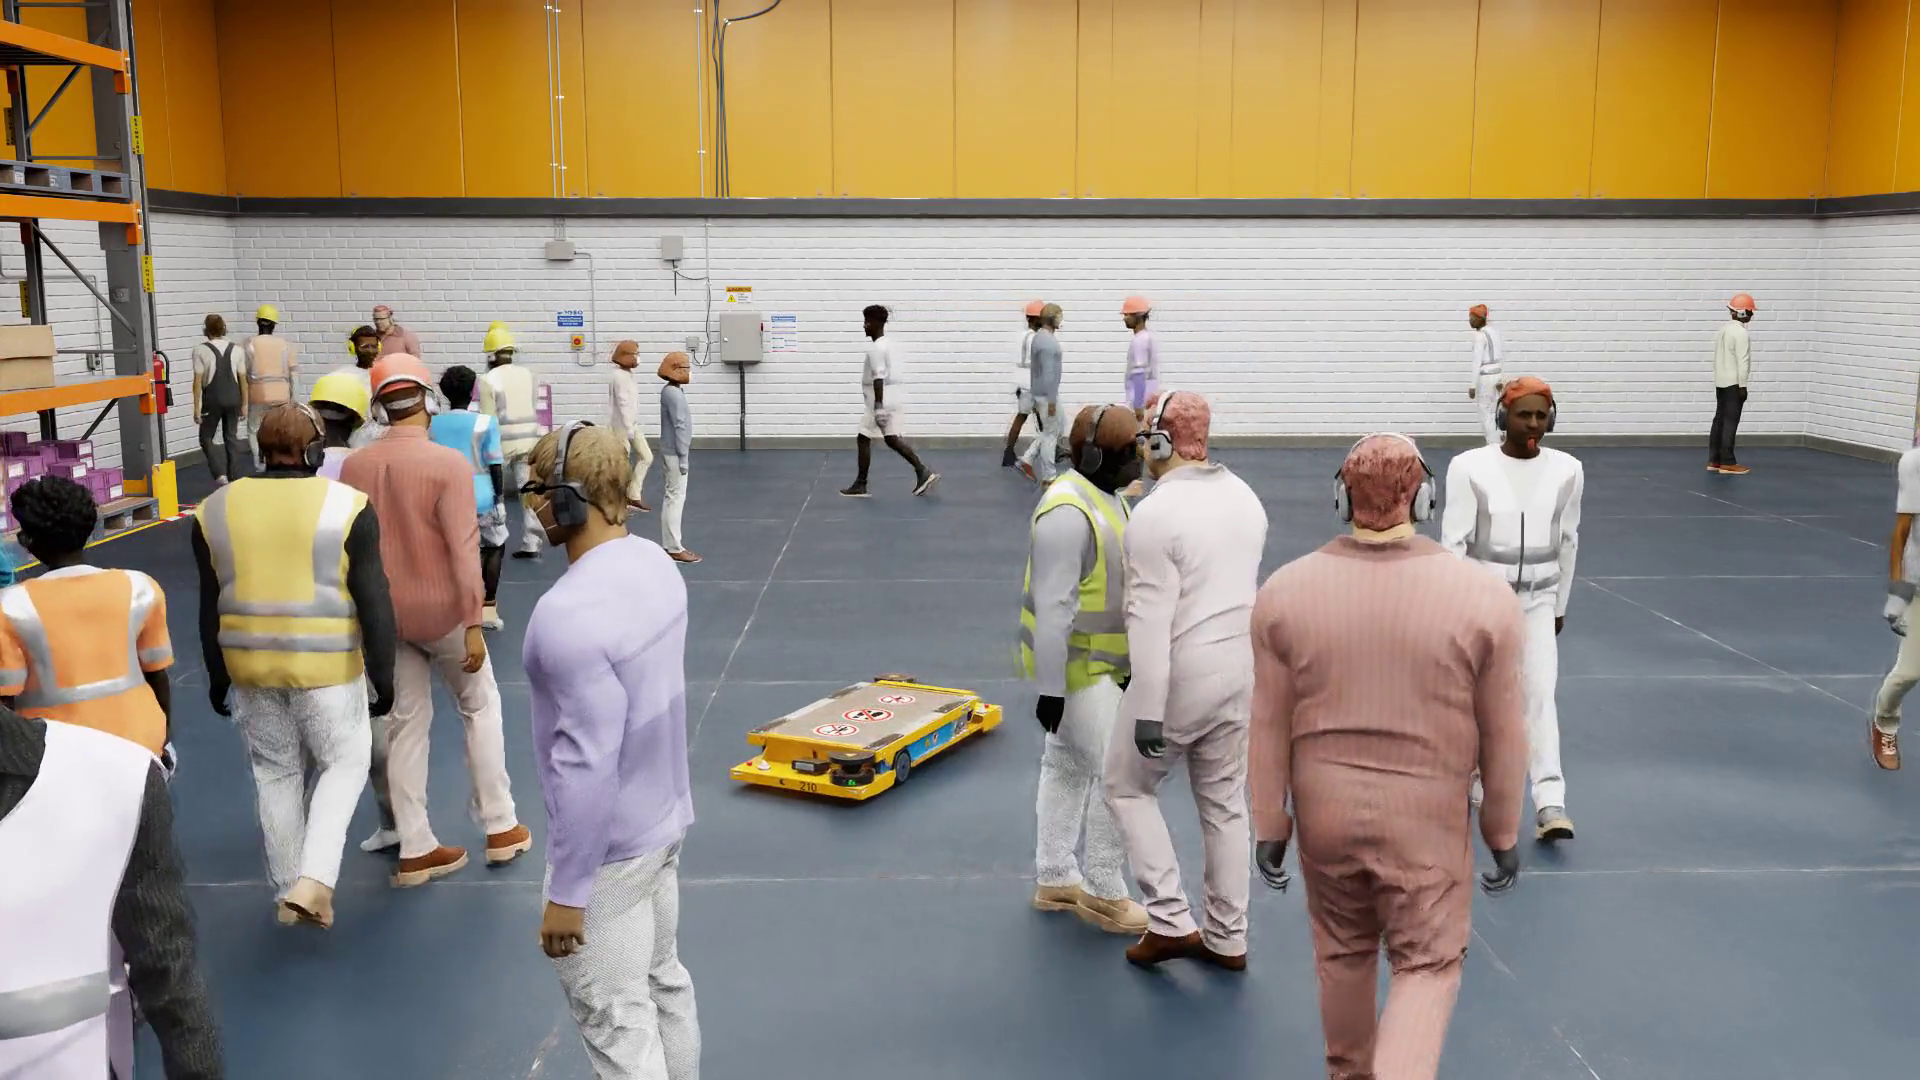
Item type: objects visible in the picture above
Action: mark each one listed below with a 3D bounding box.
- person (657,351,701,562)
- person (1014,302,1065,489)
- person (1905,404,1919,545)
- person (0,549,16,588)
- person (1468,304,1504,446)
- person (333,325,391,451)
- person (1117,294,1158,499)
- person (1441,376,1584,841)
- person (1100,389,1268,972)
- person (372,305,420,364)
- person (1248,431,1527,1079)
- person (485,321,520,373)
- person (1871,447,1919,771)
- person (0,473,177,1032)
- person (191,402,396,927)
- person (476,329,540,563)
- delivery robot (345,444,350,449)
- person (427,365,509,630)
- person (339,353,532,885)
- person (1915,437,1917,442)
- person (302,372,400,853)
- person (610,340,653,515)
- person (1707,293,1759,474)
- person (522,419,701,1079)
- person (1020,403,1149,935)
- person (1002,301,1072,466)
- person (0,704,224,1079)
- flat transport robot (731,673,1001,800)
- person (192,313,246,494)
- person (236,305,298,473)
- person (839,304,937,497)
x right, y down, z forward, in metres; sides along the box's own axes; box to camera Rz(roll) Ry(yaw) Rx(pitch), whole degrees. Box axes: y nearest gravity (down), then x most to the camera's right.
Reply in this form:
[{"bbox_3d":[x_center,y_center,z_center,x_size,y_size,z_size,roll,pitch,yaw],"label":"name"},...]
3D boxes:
[{"bbox_3d":[-2.192,-0.645,12.912,0.269,1.631,0.509,-3,10,-19],"label":"person"},{"bbox_3d":[0.887,-1.473,17.082,0.485,1.929,0.648,-1,9,-4],"label":"person"},{"bbox_3d":[7.912,-0.795,13.427,0.325,1.767,0.533,2,9,11],"label":"person"},{"bbox_3d":[-6.328,-0.343,10.507,0.575,1.816,0.781,-1,9,-7],"label":"person"},{"bbox_3d":[6.266,-1.882,19.829,0.460,1.848,0.606,5,11,29],"label":"person"},{"bbox_3d":[-4.421,-0.689,12.529,0.520,1.853,0.416,-9,13,-43],"label":"person"},{"bbox_3d":[1.803,-1.375,16.198,0.586,2.030,0.616,2,10,14],"label":"person"},{"bbox_3d":[2.223,0.265,6.715,0.586,1.833,0.962,0,9,3],"label":"person"},{"bbox_3d":[0.727,0.467,5.336,0.663,1.890,0.483,-8,12,-40],"label":"person"},{"bbox_3d":[-6.217,-1.640,18.280,0.685,1.874,0.490,1,9,8],"label":"person"},{"bbox_3d":[1.019,0.679,4.044,0.654,1.884,0.807,4,10,25],"label":"person"},{"bbox_3d":[-5.001,-1.571,18.401,0.870,1.710,0.492,4,10,25],"label":"person"},{"bbox_3d":[4.221,0.197,7.163,0.521,1.838,0.903,2,9,12],"label":"person"},{"bbox_3d":[-2.531,0.646,4.879,0.610,1.681,0.545,8,13,42],"label":"person"},{"bbox_3d":[-2.252,0.449,5.638,0.669,1.823,0.548,0,9,-2],"label":"person"},{"bbox_3d":[-3.575,-0.727,12.913,0.831,1.795,0.586,8,12,39],"label":"person"},{"bbox_3d":[-6.299,-0.802,16.886,0.707,0.478,0.477,-6,11,-32],"label":"delivery robot"},{"bbox_3d":[-3.021,-0.230,10.187,0.559,1.677,0.489,1,9,5],"label":"person"},{"bbox_3d":[-2.005,0.282,6.251,0.654,1.955,0.637,3,10,19],"label":"person"},{"bbox_3d":[8.144,-0.962,13.609,0.673,2.000,0.536,0,9,0],"label":"person"},{"bbox_3d":[-2.421,0.296,6.464,0.808,1.872,0.664,9,13,43],"label":"person"},{"bbox_3d":[-3.020,-1.026,15.305,0.517,1.615,0.539,0,9,1],"label":"person"},{"bbox_3d":[8.611,-1.737,18.503,0.397,1.992,0.621,0,9,0],"label":"person"},{"bbox_3d":[-0.791,0.693,3.780,0.354,1.936,0.635,1,9,7],"label":"person"},{"bbox_3d":[0.516,0.442,5.656,0.603,1.821,0.680,2,10,14],"label":"person"},{"bbox_3d":[0.922,-1.781,19.077,0.963,1.887,0.576,-1,9,-8],"label":"person"},{"bbox_3d":[-1.418,0.944,2.413,0.644,1.883,0.598,-2,10,-14],"label":"person"},{"bbox_3d":[-0.396,0.882,7.714,0.652,0.197,1.431,4,10,25],"label":"flat transport robot"},{"bbox_3d":[-7.344,-1.324,16.486,0.420,1.824,0.577,9,13,43],"label":"person"},{"bbox_3d":[-7.073,-1.443,16.975,0.627,1.900,0.428,-7,11,-35],"label":"person"},{"bbox_3d":[-0.709,-1.374,16.497,0.922,1.936,0.613,2,10,14],"label":"person"}]
